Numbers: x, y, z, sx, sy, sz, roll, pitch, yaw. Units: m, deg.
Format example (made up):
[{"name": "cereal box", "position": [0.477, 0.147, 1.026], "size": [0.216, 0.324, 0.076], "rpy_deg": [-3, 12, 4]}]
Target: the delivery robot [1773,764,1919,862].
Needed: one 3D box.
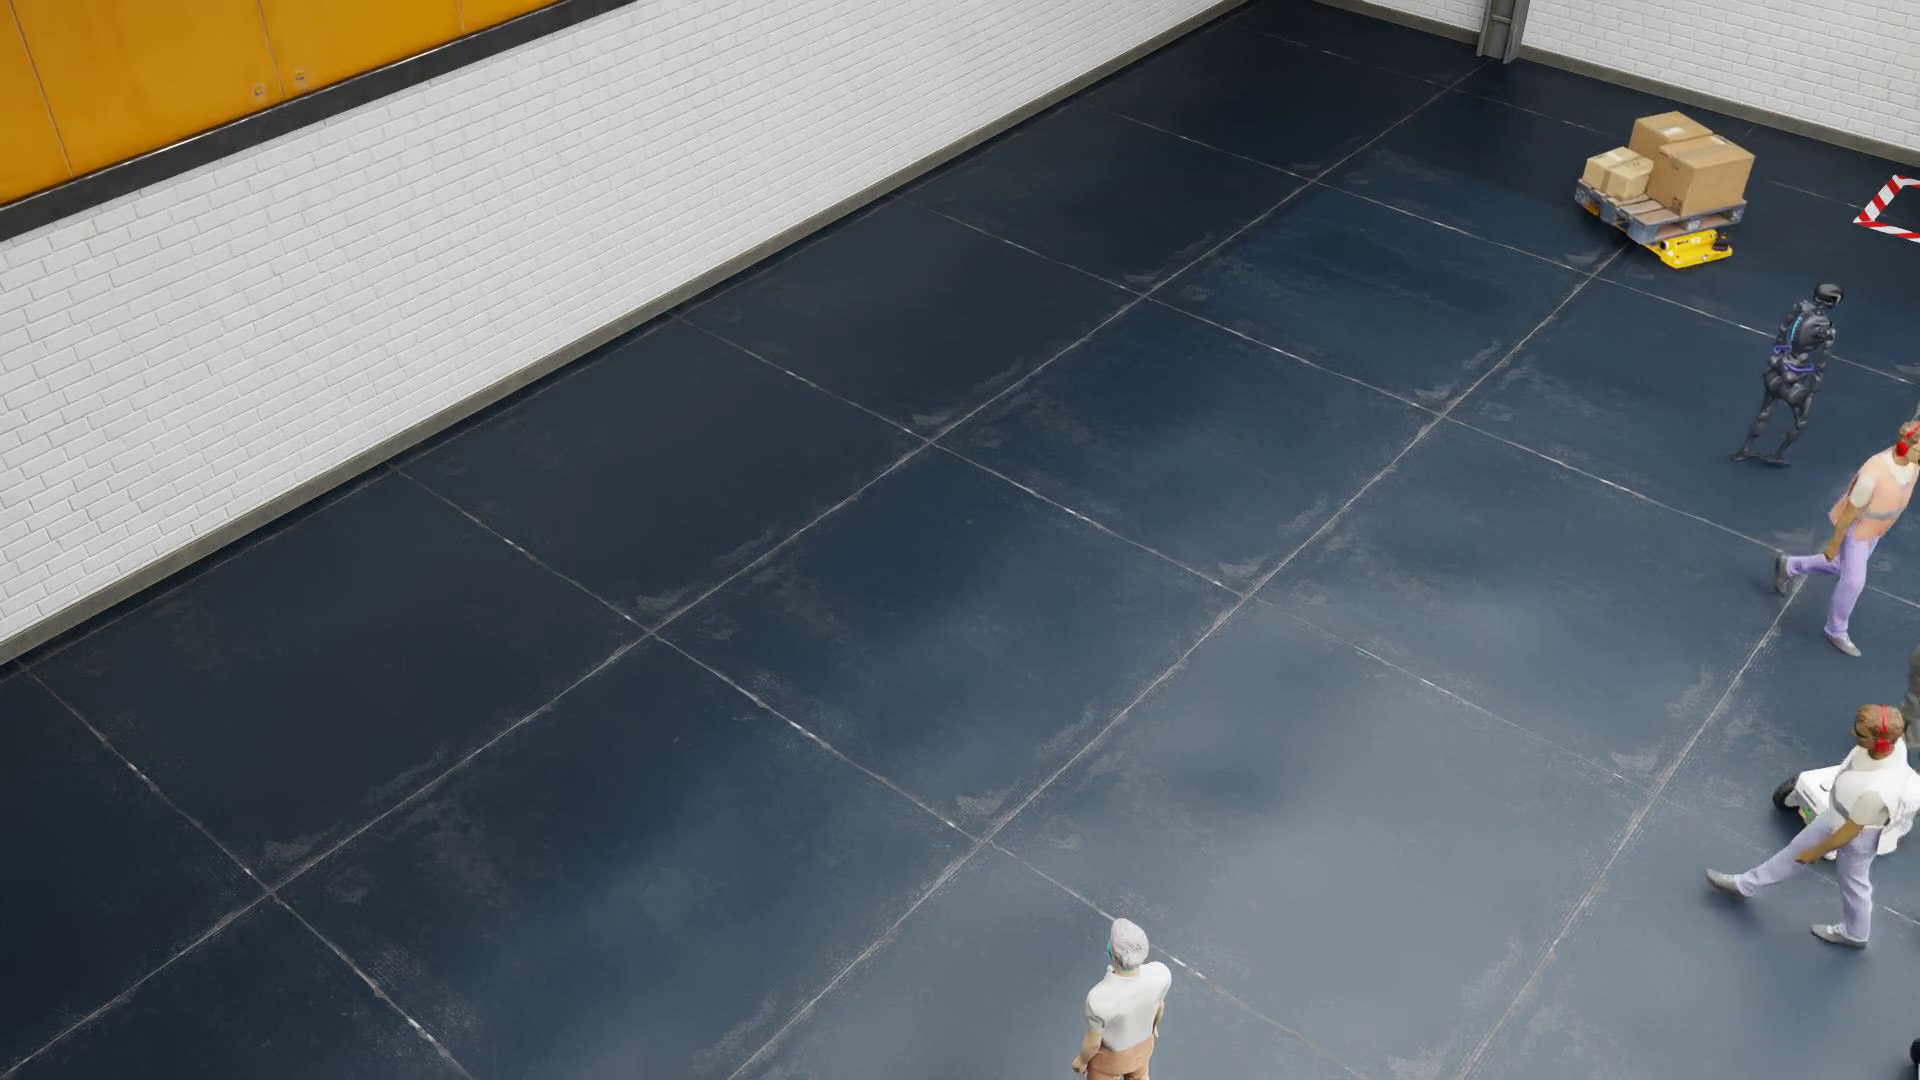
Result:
[{"name": "delivery robot", "position": [5.431, 1.571, 10.102], "size": [0.773, 0.586, 0.499], "rpy_deg": [-8, 40, -10]}]

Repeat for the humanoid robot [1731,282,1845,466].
[{"name": "humanoid robot", "position": [6.389, -1.273, 12.747], "size": [0.449, 1.648, 0.612], "rpy_deg": [-7, 39, -8]}]

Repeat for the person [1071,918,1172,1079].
[{"name": "person", "position": [0.772, 2.439, 8.081], "size": [0.473, 1.748, 0.320], "rpy_deg": [-20, 43, -23]}]

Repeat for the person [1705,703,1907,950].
[{"name": "person", "position": [4.797, 1.566, 9.127], "size": [0.939, 1.789, 0.576], "rpy_deg": [13, 41, 15]}]

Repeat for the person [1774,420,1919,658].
[{"name": "person", "position": [6.012, -0.114, 11.200], "size": [0.580, 1.817, 0.766], "rpy_deg": [-22, 44, -25]}]

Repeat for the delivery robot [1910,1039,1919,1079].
[{"name": "delivery robot", "position": [5.270, 2.844, 8.535], "size": [0.794, 0.603, 0.499], "rpy_deg": [22, 44, 25]}]

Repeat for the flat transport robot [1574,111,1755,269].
[{"name": "flat transport robot", "position": [6.727, -3.082, 16.112], "size": [0.659, 0.231, 1.431], "rpy_deg": [-14, 41, -17]}]

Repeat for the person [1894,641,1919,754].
[{"name": "person", "position": [6.149, 0.592, 10.299], "size": [0.398, 1.847, 0.563], "rpy_deg": [7, 39, 8]}]
